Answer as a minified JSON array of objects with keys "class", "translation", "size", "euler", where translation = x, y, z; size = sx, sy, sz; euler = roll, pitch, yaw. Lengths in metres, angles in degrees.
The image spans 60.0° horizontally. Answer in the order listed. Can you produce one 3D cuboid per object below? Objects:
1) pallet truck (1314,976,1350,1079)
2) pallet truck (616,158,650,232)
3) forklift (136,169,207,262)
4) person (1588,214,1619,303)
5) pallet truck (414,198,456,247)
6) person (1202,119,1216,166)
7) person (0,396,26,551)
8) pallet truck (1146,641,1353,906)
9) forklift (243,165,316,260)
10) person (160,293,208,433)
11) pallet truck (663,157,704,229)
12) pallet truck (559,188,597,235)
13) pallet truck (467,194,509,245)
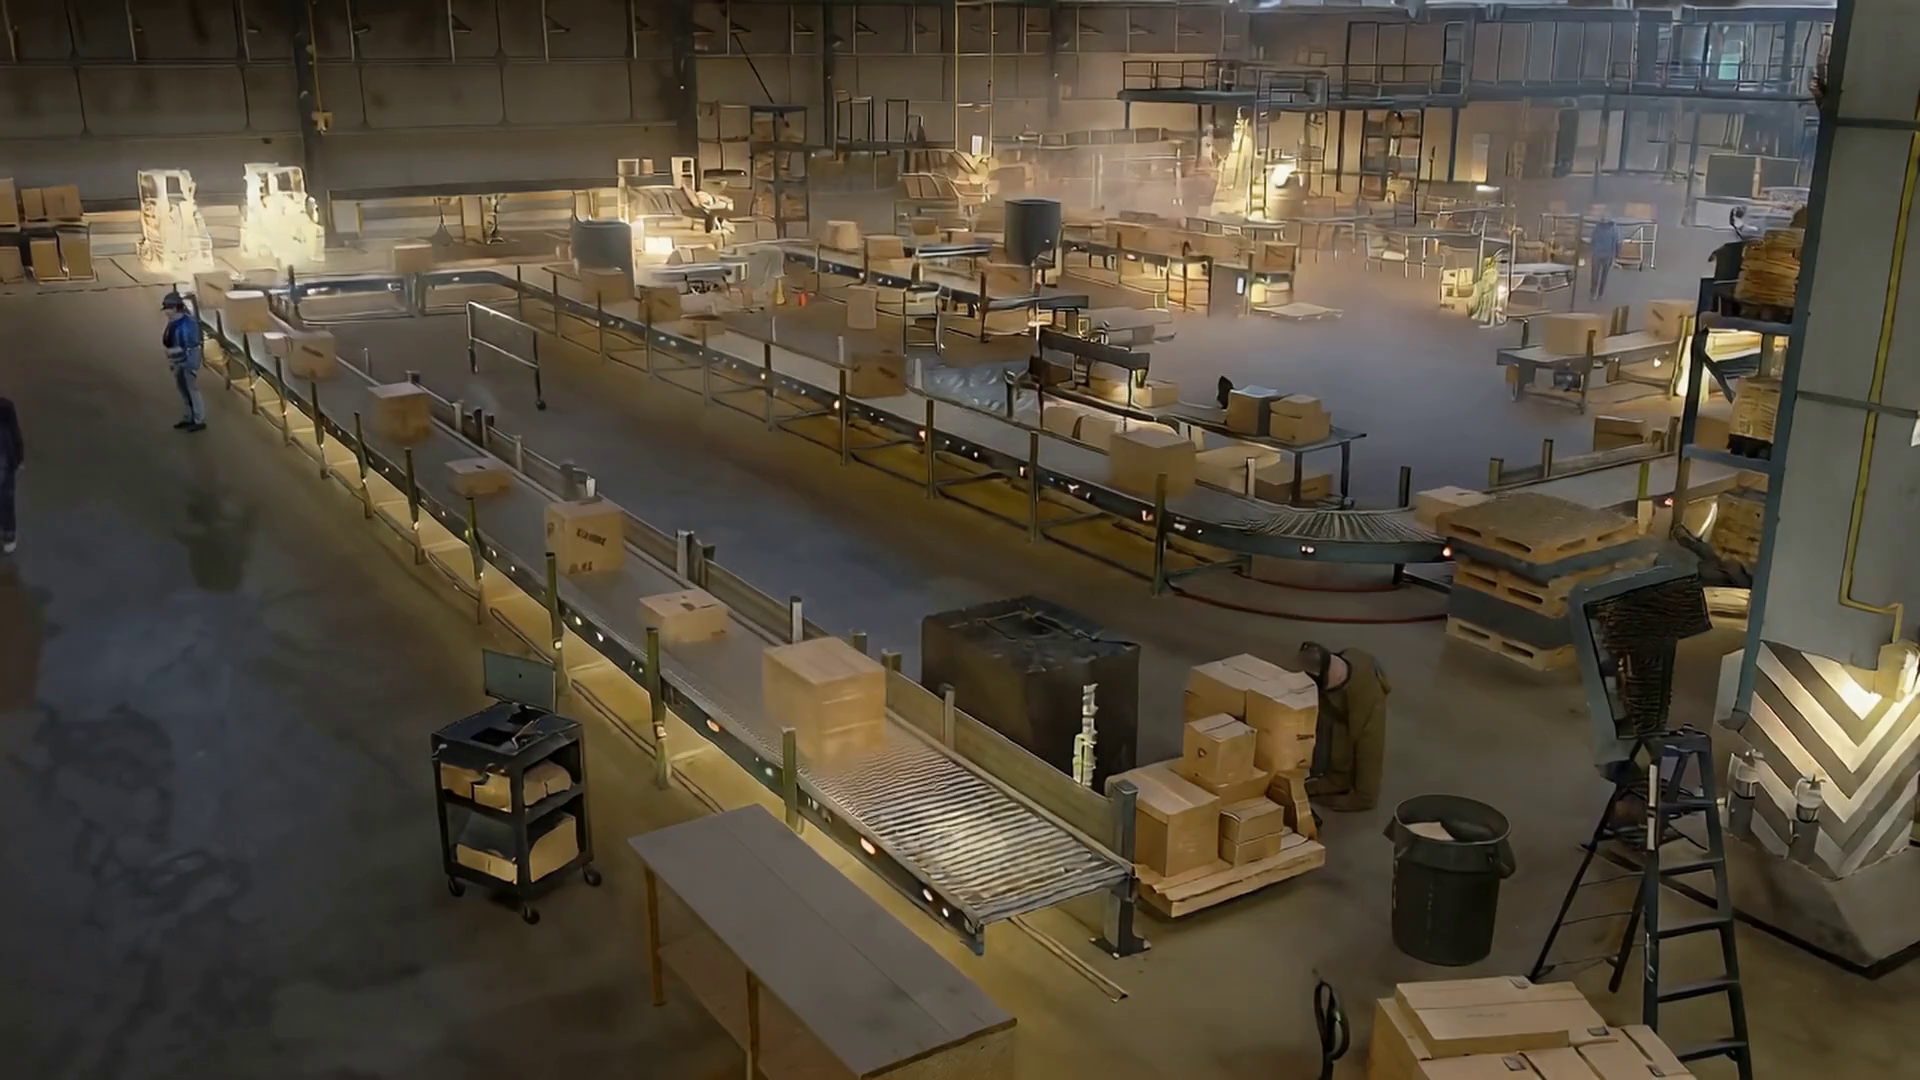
[{"class":"pallet truck","translation":[2.299,2.390,7.086],"size":[1.601,1.201,0.680],"euler":[-2,17,-7]},{"class":"pallet truck","translation":[-8.918,-9.176,44.255],"size":[0.823,1.965,1.885],"euler":[-9,19,-27]},{"class":"forklift","translation":[-17.842,-7.318,37.559],"size":[1.157,1.987,2.680],"euler":[-10,20,-31]},{"class":"person","translation":[12.573,-5.503,32.516],"size":[0.536,1.714,0.930],"euler":[6,18,18]},{"class":"pallet truck","translation":[-13.250,-8.060,41.856],"size":[0.680,1.201,1.601],"euler":[-10,20,-31]},{"class":"person","translation":[10.142,-16.171,67.738],"size":[0.606,1.874,0.551],"euler":[-10,20,-31]},{"class":"person","translation":[-9.620,-0.770,16.467],"size":[0.649,1.890,0.565],"euler":[-8,19,-25]},{"class":"pallet truck","translation":[1.664,1.407,10.232],"size":[1.630,1.274,0.653],"euler":[-10,20,-31]},{"class":"forklift","translation":[-15.898,-7.669,38.708],"size":[1.157,1.987,2.680],"euler":[-11,20,-33]},{"class":"person","translation":[-10.145,-2.315,21.706],"size":[0.600,1.829,0.404],"euler":[12,20,35]},{"class":"pallet truck","translation":[-7.586,-9.308,44.692],"size":[0.823,1.965,1.885],"euler":[-11,20,-33]},{"class":"pallet truck","translation":[-10.010,-8.652,43.699],"size":[0.653,1.274,1.630],"euler":[-10,20,-31]},{"class":"pallet truck","translation":[-11.983,-8.177,42.137],"size":[0.704,1.261,1.522],"euler":[-11,20,-33]}]
